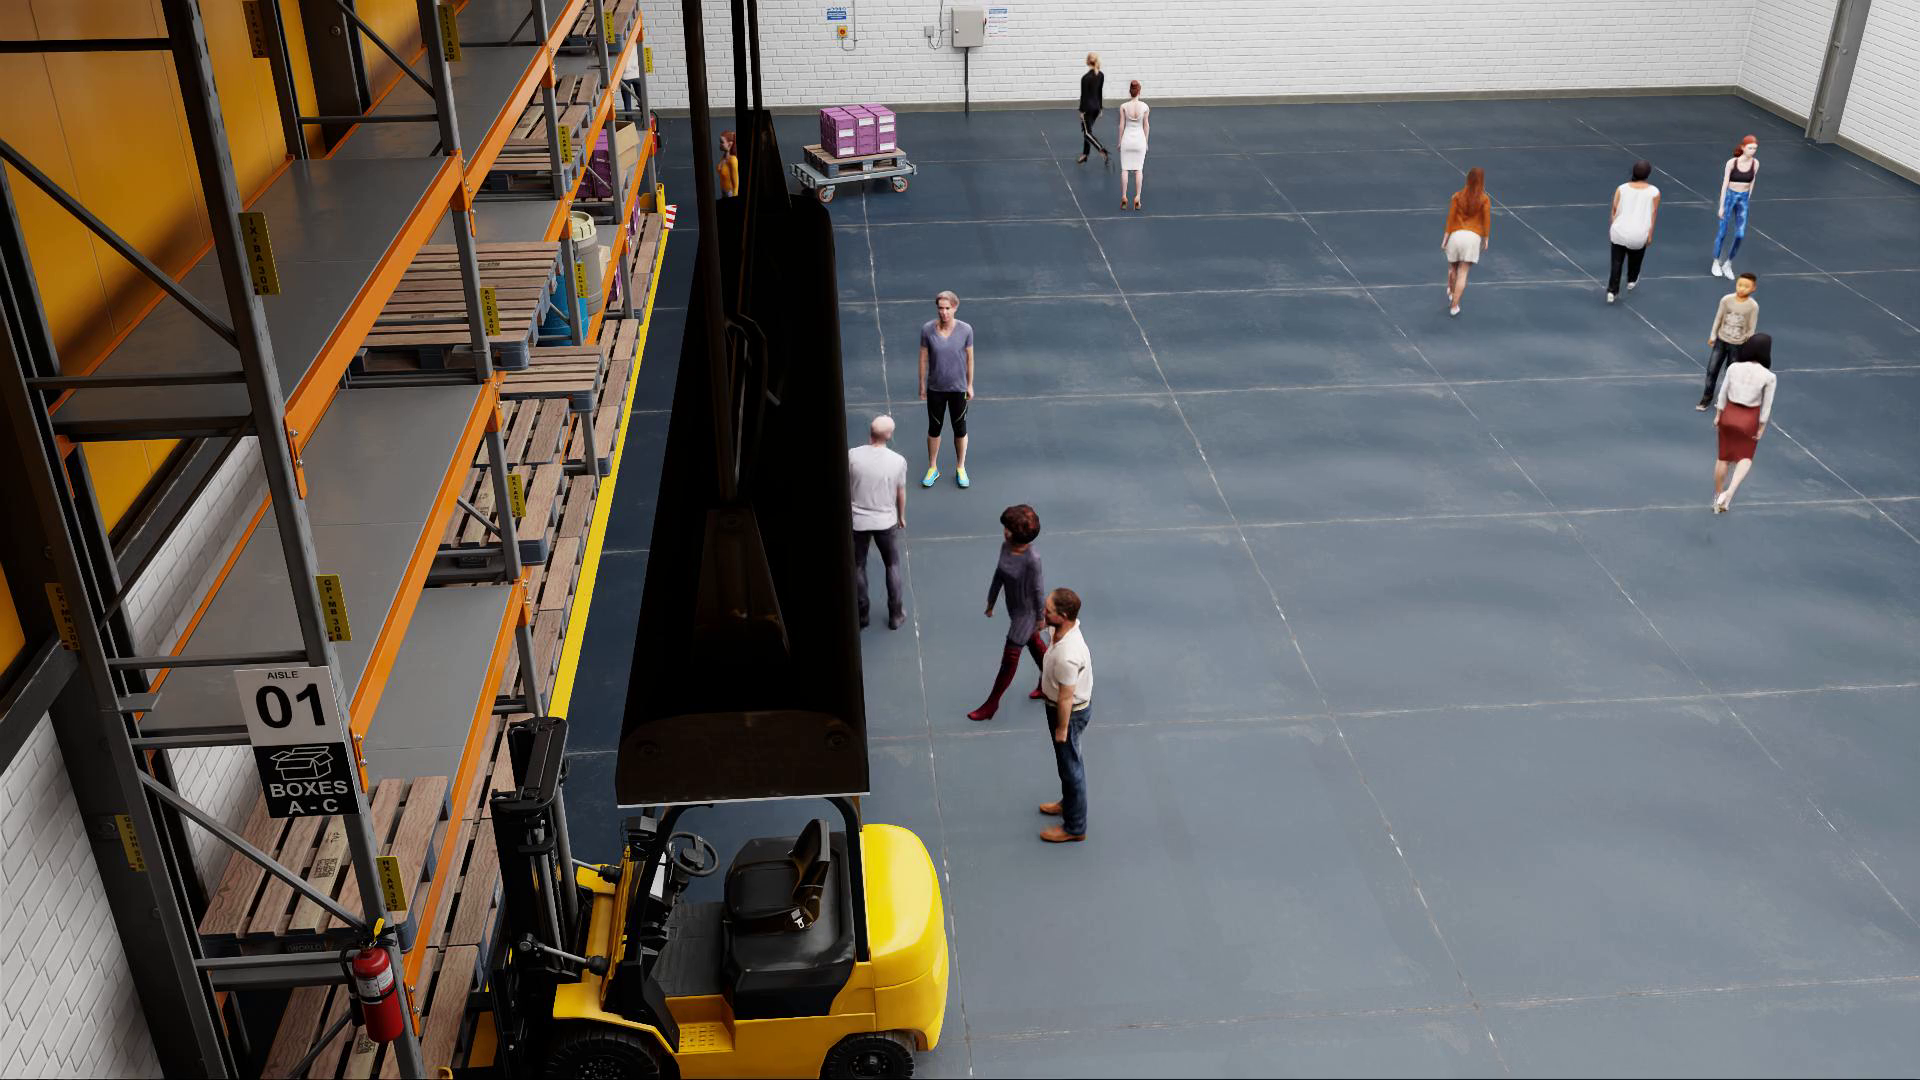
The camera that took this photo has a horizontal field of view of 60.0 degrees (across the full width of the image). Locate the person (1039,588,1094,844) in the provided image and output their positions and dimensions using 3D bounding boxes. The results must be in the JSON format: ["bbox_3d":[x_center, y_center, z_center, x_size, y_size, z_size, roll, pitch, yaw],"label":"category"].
[{"bbox_3d":[0.717,1.117,10.794,0.730,1.848,0.527,0,29,1],"label":"person"}]

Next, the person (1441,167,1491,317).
[{"bbox_3d":[5.844,-3.435,19.304,0.931,1.690,1.088,12,31,20],"label":"person"}]

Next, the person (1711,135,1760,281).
[{"bbox_3d":[9.486,-4.122,20.477,0.623,1.772,0.712,3,29,6],"label":"person"}]

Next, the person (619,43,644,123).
[{"bbox_3d":[-5.153,-7.224,26.126,0.643,1.809,0.638,-14,32,-25],"label":"person"}]

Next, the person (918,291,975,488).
[{"bbox_3d":[-0.120,-1.399,15.365,0.687,1.888,0.599,1,29,1],"label":"person"}]

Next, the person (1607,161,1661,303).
[{"bbox_3d":[7.915,-3.621,19.683,1.018,1.654,1.160,15,32,26],"label":"person"}]

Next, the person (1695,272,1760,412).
[{"bbox_3d":[7.913,-2.051,17.013,0.787,1.454,0.860,18,33,30],"label":"person"}]

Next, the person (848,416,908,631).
[{"bbox_3d":[-0.720,-0.138,13.128,0.716,1.816,0.658,-12,31,-20],"label":"person"}]

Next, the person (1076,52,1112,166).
[{"bbox_3d":[1.983,-6.320,24.597,0.961,1.686,1.079,-23,36,-36],"label":"person"}]

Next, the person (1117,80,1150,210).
[{"bbox_3d":[2.369,-5.418,22.832,0.620,1.793,0.556,4,29,7],"label":"person"}]

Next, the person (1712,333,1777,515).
[{"bbox_3d":[6.889,-0.981,14.751,0.787,1.741,0.850,18,34,30],"label":"person"}]

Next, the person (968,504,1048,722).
[{"bbox_3d":[0.528,0.505,12.099,0.957,1.672,1.087,-16,32,-27],"label":"person"}]

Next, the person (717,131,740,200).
[{"bbox_3d":[-2.834,-4.228,20.695,0.724,1.750,0.609,-12,31,-22],"label":"person"}]
